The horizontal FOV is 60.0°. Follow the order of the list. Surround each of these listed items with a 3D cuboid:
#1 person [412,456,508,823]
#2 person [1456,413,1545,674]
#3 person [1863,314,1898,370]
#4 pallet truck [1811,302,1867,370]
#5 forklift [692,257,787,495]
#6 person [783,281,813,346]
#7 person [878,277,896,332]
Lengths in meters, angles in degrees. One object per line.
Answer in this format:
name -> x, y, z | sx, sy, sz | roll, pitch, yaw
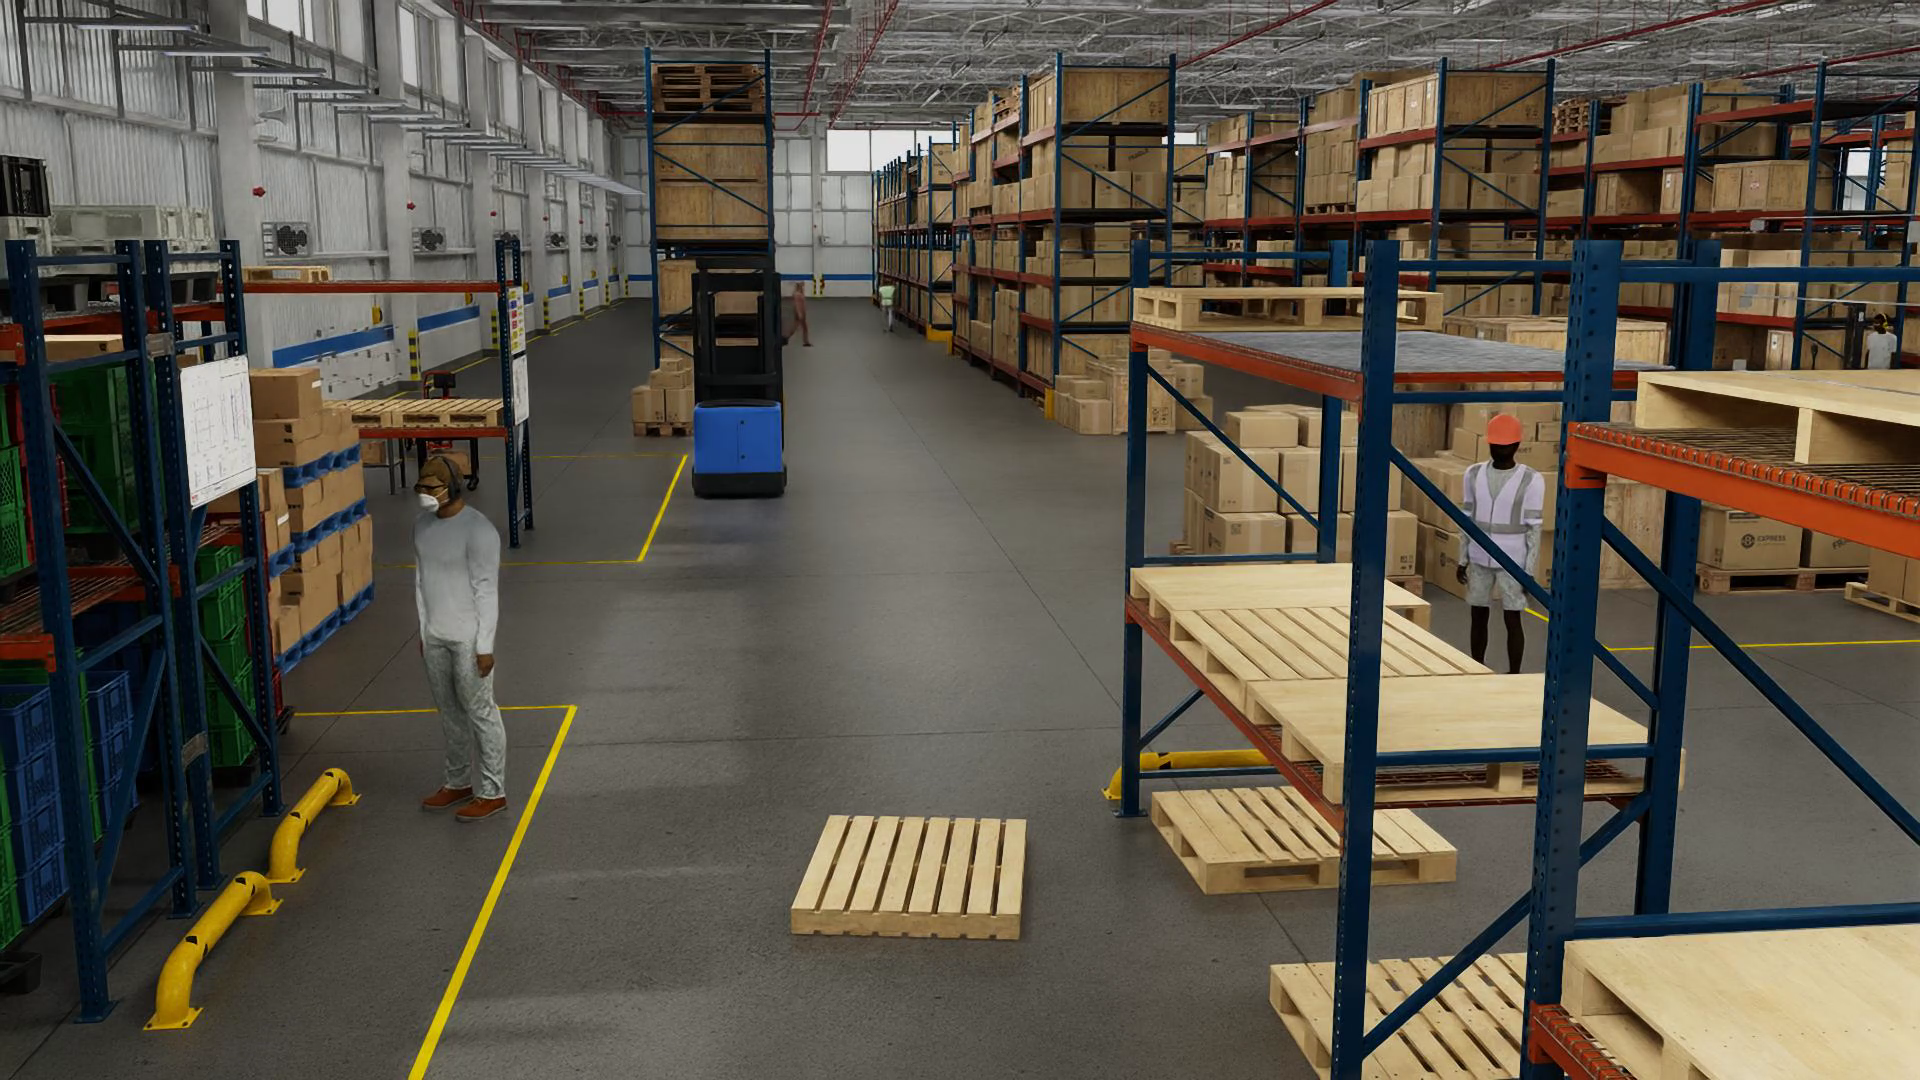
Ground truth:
person -> -2.634, 0.512, 8.737 | 0.629, 1.932, 0.367 | 8, 13, 37
person -> 3.508, 0.128, 10.871 | 0.545, 1.930, 0.394 | 9, 13, 40
person -> 14.698, -2.685, 26.633 | 0.332, 1.865, 0.520 | -5, 12, -28
pallet truck -> 15.846, -3.142, 28.793 | 1.885, 1.965, 0.823 | 2, 10, 12
forklift -> -2.700, -2.035, 20.212 | 1.129, 2.768, 1.873 | -1, 10, -6
person -> -4.634, -6.457, 47.494 | 0.776, 1.885, 0.650 | 2, 10, 10
person -> -2.387, -7.716, 54.619 | 0.580, 1.825, 0.732 | -1, 10, -6
